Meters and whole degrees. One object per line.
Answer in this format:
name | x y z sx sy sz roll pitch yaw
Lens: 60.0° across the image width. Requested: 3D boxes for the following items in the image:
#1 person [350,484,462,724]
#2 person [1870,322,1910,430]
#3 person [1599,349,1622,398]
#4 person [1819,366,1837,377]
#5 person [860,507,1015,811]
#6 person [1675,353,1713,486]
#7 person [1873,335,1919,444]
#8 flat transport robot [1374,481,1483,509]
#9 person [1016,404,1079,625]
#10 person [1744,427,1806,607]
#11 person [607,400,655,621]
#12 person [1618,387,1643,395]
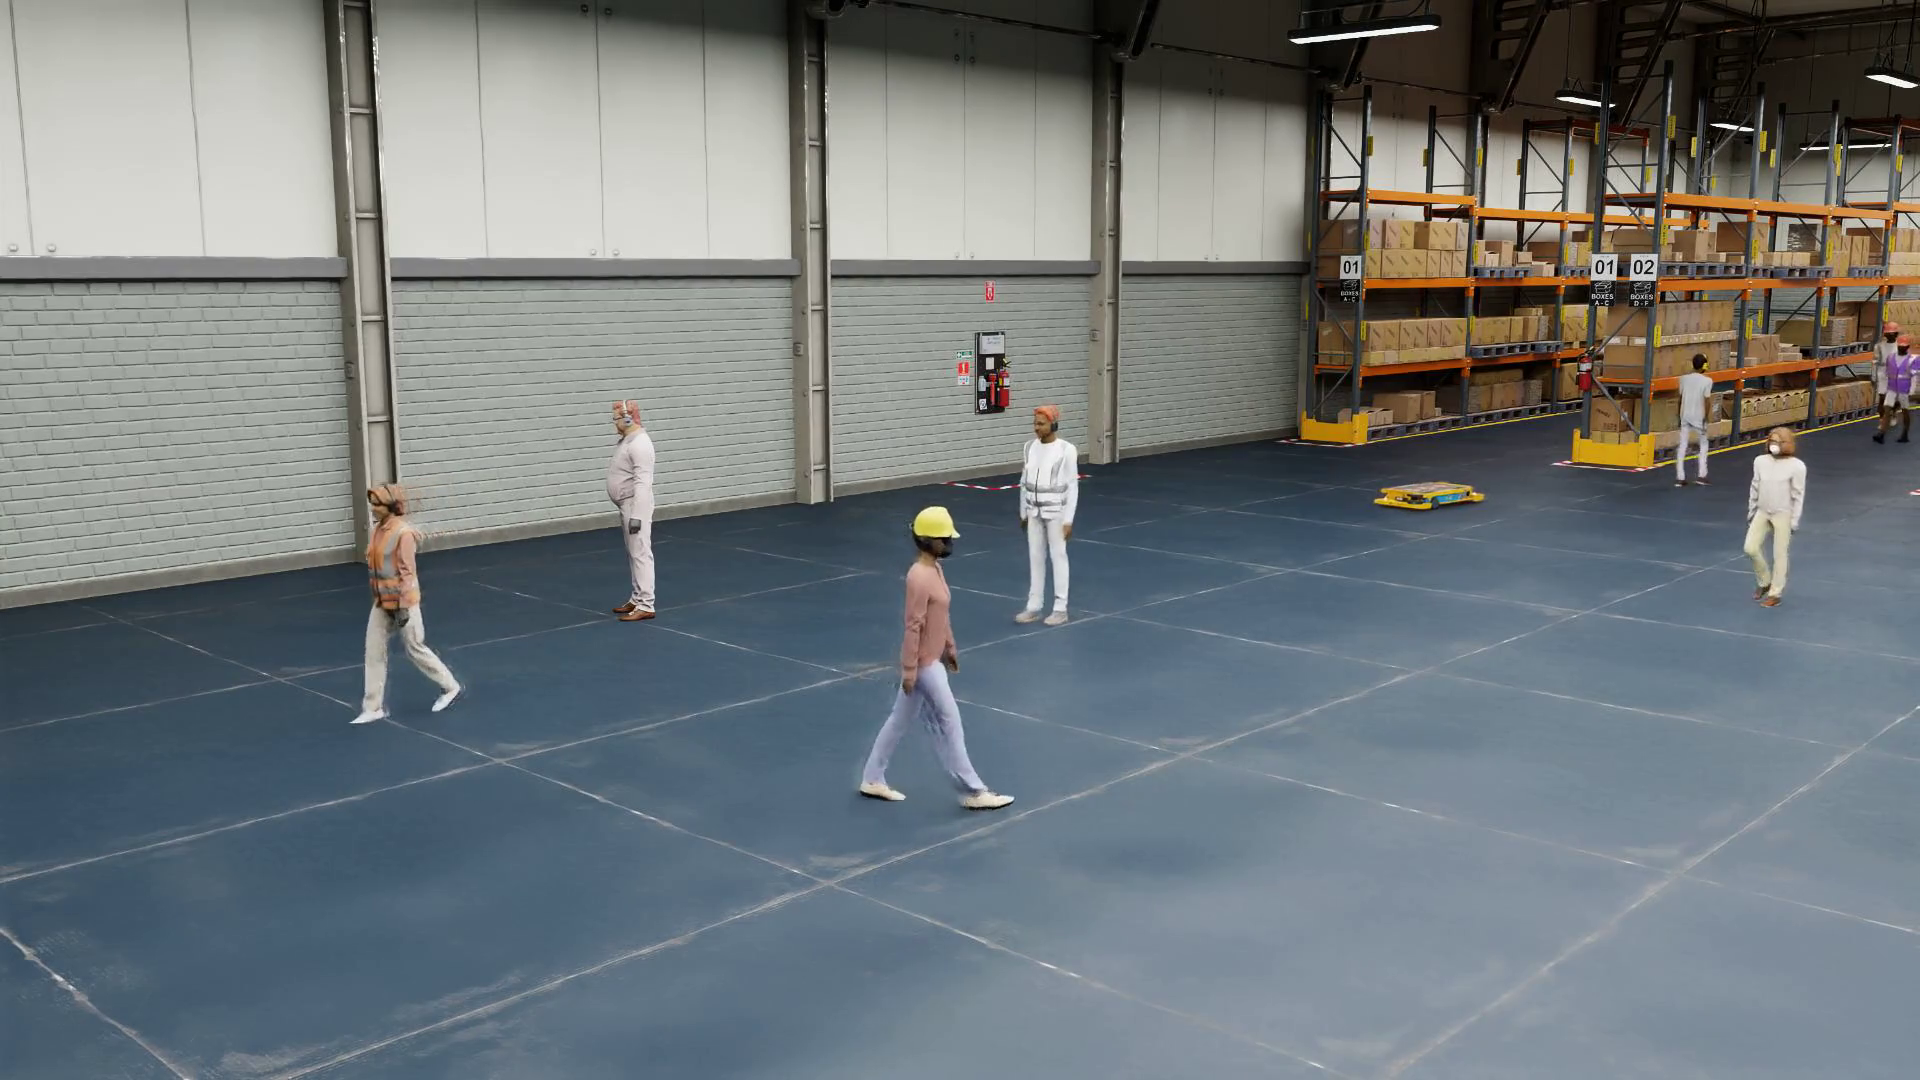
person | -3.735 0.418 11.174 0.519 1.623 0.759 8 12 40
person | 17.297 -3.045 30.957 0.635 2.024 0.477 9 13 43
person | 12.198 -2.937 30.701 0.631 1.885 0.839 8 12 41
person | 19.385 -4.047 37.282 0.981 1.946 0.652 -7 11 -35
person | -0.168 0.659 9.308 0.904 1.714 0.540 1 9 7
person | 10.228 -1.669 23.156 0.760 1.842 0.542 -8 12 -41
person | 16.141 -2.583 28.595 1.025 1.872 0.546 -8 12 -39
flat transport robot | 6.000 -0.579 21.263 1.431 0.197 0.652 -8 12 -39
person | 0.739 -0.218 14.161 0.583 1.883 0.340 8 12 40
person | 7.251 -0.203 14.843 0.352 1.617 0.530 -6 11 -32
person | -2.833 -0.256 14.345 0.406 1.901 0.639 -3 10 -17
person | 11.844 -2.661 29.203 0.590 1.833 0.404 8 12 39
